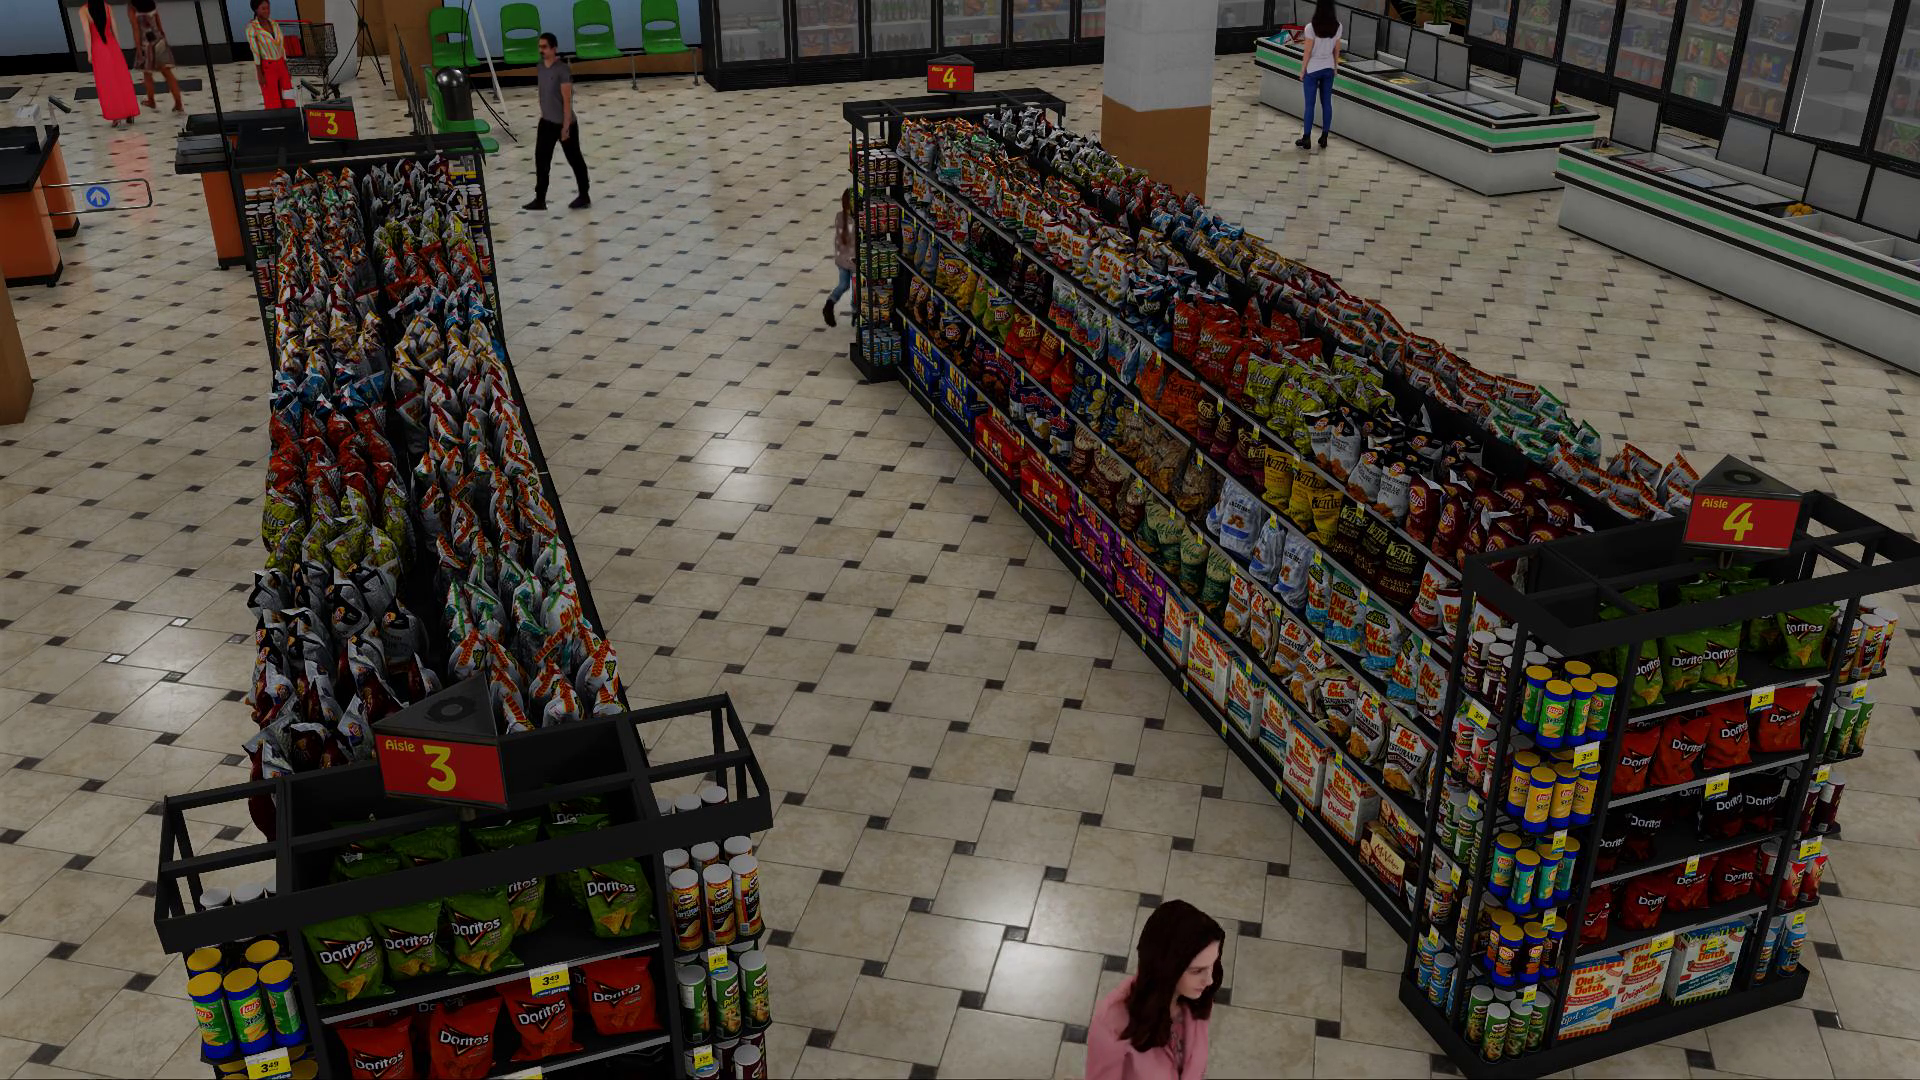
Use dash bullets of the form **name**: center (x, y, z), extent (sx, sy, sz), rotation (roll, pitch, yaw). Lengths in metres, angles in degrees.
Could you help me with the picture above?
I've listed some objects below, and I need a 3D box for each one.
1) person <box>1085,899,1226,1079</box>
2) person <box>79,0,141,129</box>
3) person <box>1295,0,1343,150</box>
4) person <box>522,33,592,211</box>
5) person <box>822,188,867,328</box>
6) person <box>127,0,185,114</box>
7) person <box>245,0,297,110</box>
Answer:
- **person**: center (0.464, 1.741, 4.849), extent (0.732, 1.782, 0.929), rotation (-14, 30, -26)
- **person**: center (-10.135, -5.777, 19.735), extent (0.746, 1.727, 0.713), rotation (18, 32, 31)
- **person**: center (4.057, -5.269, 18.781), extent (0.620, 1.685, 0.543), rotation (-7, 28, -13)
- **person**: center (-3.923, -4.153, 16.534), extent (1.031, 1.727, 1.045), rotation (15, 31, 28)
- **person**: center (-0.915, -2.251, 13.394), extent (0.762, 1.174, 0.759), rotation (20, 33, 34)
- **person**: center (-9.812, -5.990, 20.304), extent (1.186, 1.593, 1.072), rotation (15, 31, 27)
- **person**: center (-7.554, -5.081, 18.290), extent (0.725, 1.792, 0.673), rotation (13, 30, 25)
